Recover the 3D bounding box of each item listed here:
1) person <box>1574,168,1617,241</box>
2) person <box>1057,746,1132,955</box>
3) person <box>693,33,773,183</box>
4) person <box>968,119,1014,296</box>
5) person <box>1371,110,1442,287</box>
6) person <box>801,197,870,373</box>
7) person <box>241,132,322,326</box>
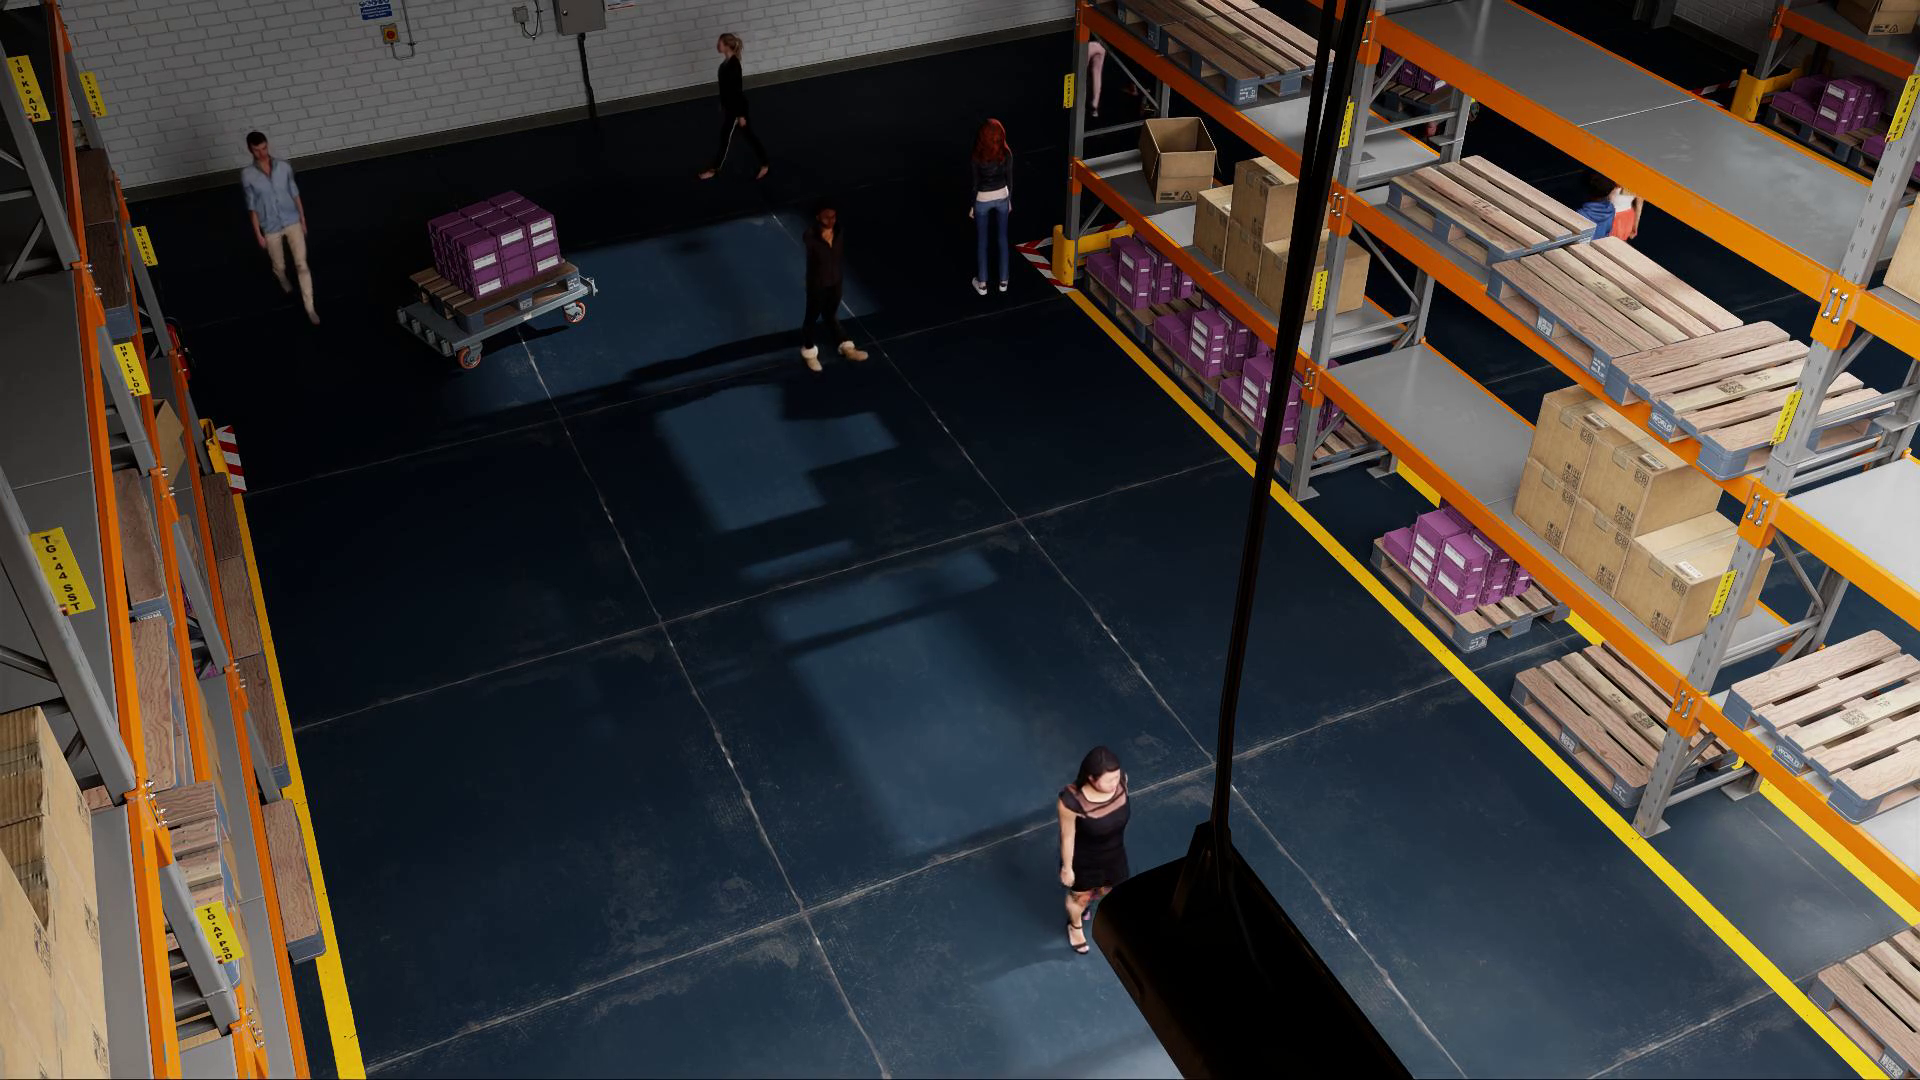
[{"bbox_3d":[5.582,-2.495,14.962,0.659,1.803,0.549,-16,41,-19],"label":"person"},{"bbox_3d":[0.702,1.771,9.699,0.685,1.704,0.725,-22,44,-25],"label":"person"},{"bbox_3d":[-2.275,-4.537,17.632,0.919,1.662,1.084,-3,39,-4],"label":"person"},{"bbox_3d":[0.298,-3.177,15.830,0.622,1.786,0.609,-8,39,-9],"label":"person"},{"bbox_3d":[4.293,-3.339,16.105,1.203,1.696,0.883,31,48,33],"label":"person"},{"bbox_3d":[-1.252,-2.246,14.775,0.856,1.647,0.711,-16,41,-20],"label":"person"},{"bbox_3d":[-6.367,-2.963,15.532,0.739,1.822,1.145,-22,43,-25],"label":"person"}]
